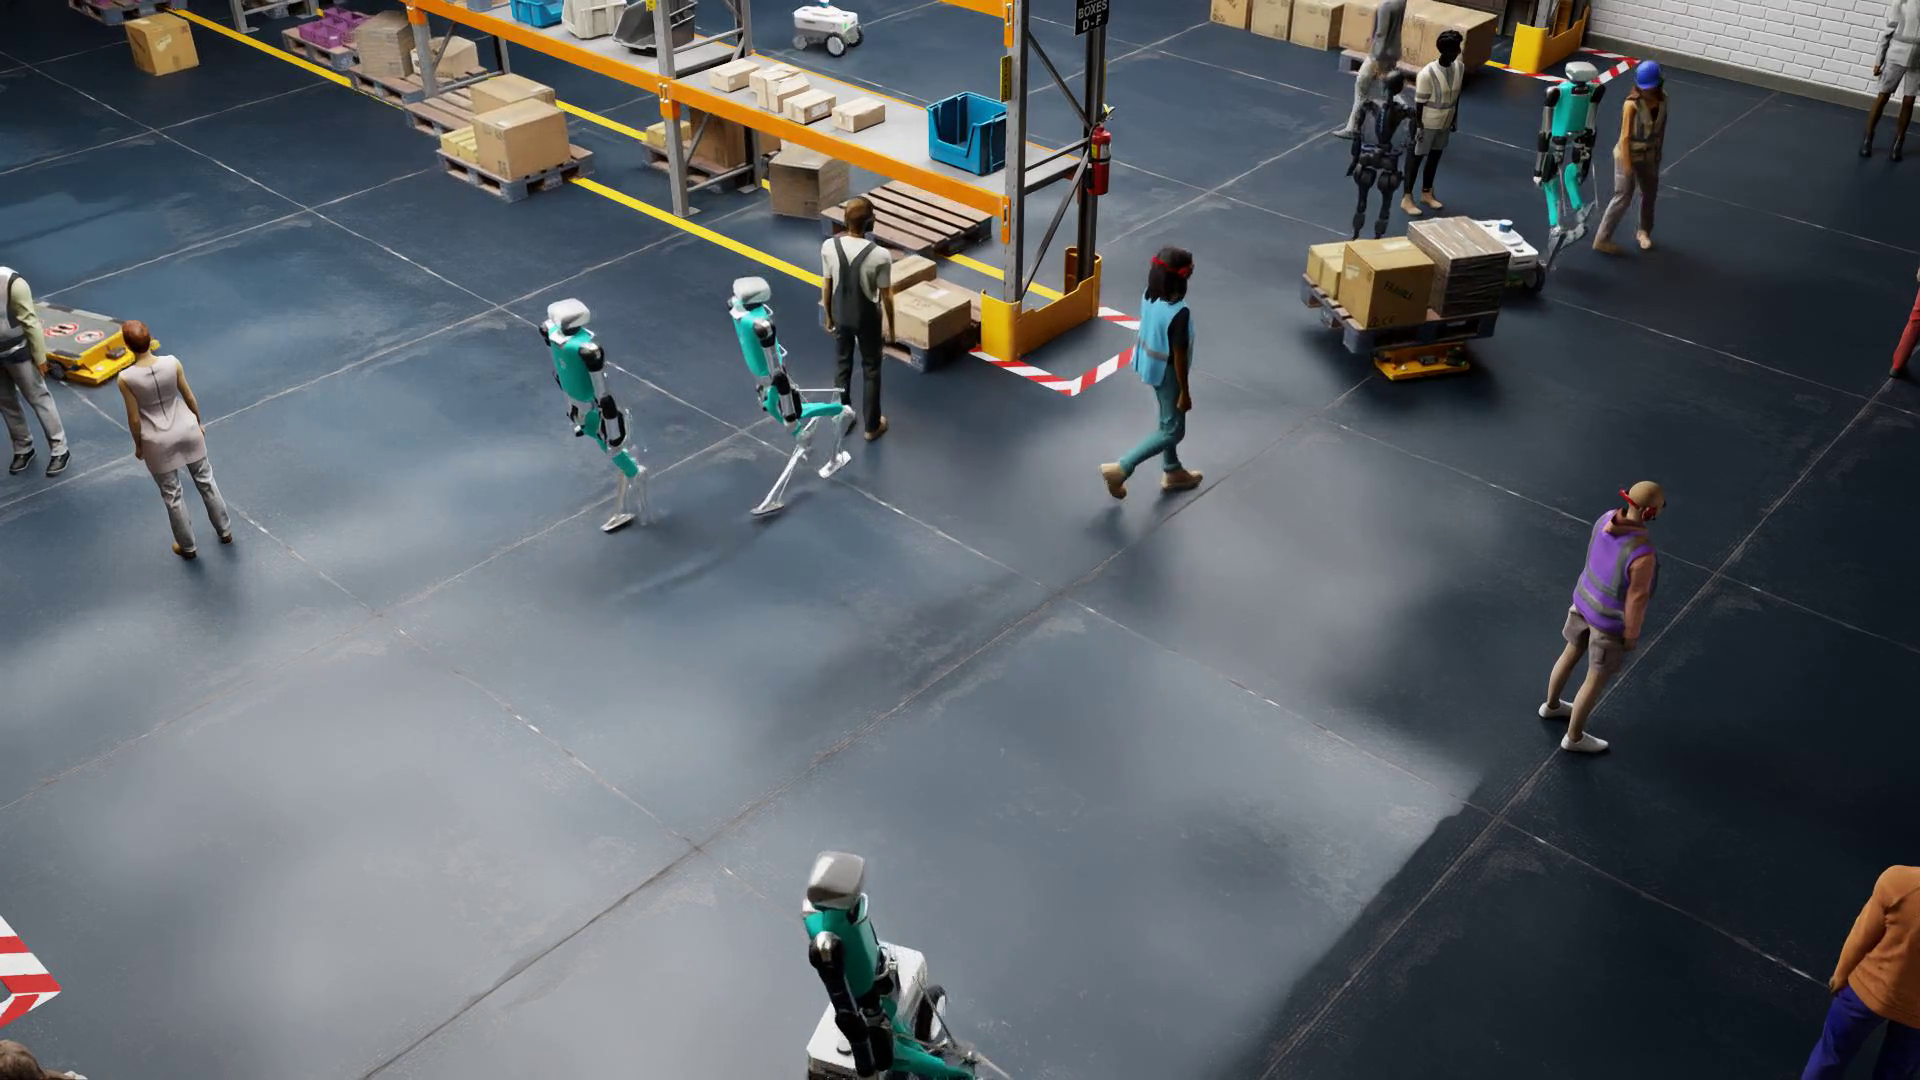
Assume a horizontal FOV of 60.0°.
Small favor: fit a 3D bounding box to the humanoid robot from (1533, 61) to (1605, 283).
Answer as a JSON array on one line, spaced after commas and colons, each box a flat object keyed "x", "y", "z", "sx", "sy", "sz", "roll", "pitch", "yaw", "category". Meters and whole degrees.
[{"x": 5.155, "y": -2.991, "z": 13.936, "sx": 0.539, "sy": 1.867, "sz": 0.801, "roll": -9, "pitch": 36, "yaw": -13, "category": "humanoid robot"}]

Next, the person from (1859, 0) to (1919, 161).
[{"x": 9.145, "y": -4.632, "z": 16.071, "sx": 0.546, "sy": 1.923, "sz": 0.386, "roll": 15, "pitch": 37, "yaw": 20, "category": "person"}]

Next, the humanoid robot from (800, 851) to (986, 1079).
[{"x": -0.169, "y": 1.953, "z": 6.709, "sx": 0.880, "sy": 1.774, "sz": 0.547, "roll": 2, "pitch": 35, "yaw": 3, "category": "humanoid robot"}]

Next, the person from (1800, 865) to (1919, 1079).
[{"x": 3.797, "y": 1.815, "z": 6.690, "sx": 0.515, "sy": 1.972, "sz": 0.405, "roll": 17, "pitch": 38, "yaw": 23, "category": "person"}]

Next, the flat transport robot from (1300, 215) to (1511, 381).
[{"x": 3.437, "y": -1.710, "z": 13.287, "sx": 0.659, "sy": 0.231, "sz": 1.431, "roll": -8, "pitch": 36, "yaw": -12, "category": "flat transport robot"}]

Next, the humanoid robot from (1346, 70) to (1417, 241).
[{"x": 3.595, "y": -3.202, "z": 14.201, "sx": 0.584, "sy": 1.649, "sz": 0.344, "roll": 18, "pitch": 39, "yaw": 25, "category": "humanoid robot"}]

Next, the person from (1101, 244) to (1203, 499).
[{"x": 1.323, "y": -1.076, "z": 10.975, "sx": 0.750, "sy": 1.847, "sz": 0.535, "roll": -10, "pitch": 36, "yaw": -14, "category": "person"}]

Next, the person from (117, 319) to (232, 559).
[{"x": -4.995, "y": -0.645, "z": 10.518, "sx": 0.441, "sy": 1.661, "sz": 0.285, "roll": -29, "pitch": 44, "yaw": -35, "category": "person"}]

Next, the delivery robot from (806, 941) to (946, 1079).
[{"x": -0.399, "y": 2.156, "z": 7.438, "sx": 0.499, "sy": 0.599, "sz": 0.784, "roll": 11, "pitch": 36, "yaw": 16, "category": "delivery robot"}]

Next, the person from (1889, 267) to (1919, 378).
[{"x": 7.387, "y": -1.968, "z": 12.352, "sx": 0.516, "sy": 1.756, "sz": 0.334, "roll": 27, "pitch": 43, "yaw": 33, "category": "person"}]

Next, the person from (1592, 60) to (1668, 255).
[{"x": 5.862, "y": -3.297, "z": 14.299, "sx": 0.595, "sy": 1.730, "sz": 0.334, "roll": -15, "pitch": 37, "yaw": -20, "category": "person"}]

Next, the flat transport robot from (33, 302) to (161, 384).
[{"x": -7.098, "y": -1.566, "z": 13.079, "sx": 1.431, "sy": 0.231, "sz": 0.659, "roll": 13, "pitch": 37, "yaw": 18, "category": "flat transport robot"}]

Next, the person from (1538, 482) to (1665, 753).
[{"x": 3.487, "y": 0.404, "z": 8.979, "sx": 0.355, "sy": 1.685, "sz": 0.484, "roll": -6, "pitch": 35, "yaw": -9, "category": "person"}]

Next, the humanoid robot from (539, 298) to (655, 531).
[{"x": -2.213, "y": -0.738, "z": 10.694, "sx": 0.544, "sy": 1.902, "sz": 0.724, "roll": 28, "pitch": 43, "yaw": 34, "category": "humanoid robot"}]

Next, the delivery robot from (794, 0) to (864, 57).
[{"x": -1.524, "y": -5.893, "z": 19.094, "sx": 0.789, "sy": 0.593, "sz": 0.499, "roll": 14, "pitch": 37, "yaw": 20, "category": "delivery robot"}]

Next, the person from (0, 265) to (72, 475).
[{"x": -6.498, "y": -1.276, "z": 11.294, "sx": 0.590, "sy": 1.824, "sz": 0.403, "roll": 2, "pitch": 35, "yaw": 3, "category": "person"}]

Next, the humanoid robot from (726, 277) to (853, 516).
[{"x": -1.020, "y": -1.002, "z": 11.007, "sx": 1.027, "sy": 1.727, "sz": 0.546, "roll": -19, "pitch": 39, "yaw": -25, "category": "humanoid robot"}]

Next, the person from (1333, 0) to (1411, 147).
[{"x": 4.213, "y": -4.767, "z": 16.316, "sx": 0.851, "sy": 1.867, "sz": 0.544, "roll": 25, "pitch": 42, "yaw": 31, "category": "person"}]

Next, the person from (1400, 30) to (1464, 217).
[{"x": 4.279, "y": -3.769, "z": 15.017, "sx": 0.534, "sy": 1.692, "sz": 0.319, "roll": -19, "pitch": 39, "yaw": -26, "category": "person"}]

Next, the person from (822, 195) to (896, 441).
[{"x": -0.700, "y": -1.536, "z": 11.662, "sx": 0.532, "sy": 1.832, "sz": 0.368, "roll": 9, "pitch": 36, "yaw": 13, "category": "person"}]

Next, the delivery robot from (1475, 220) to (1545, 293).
[{"x": 4.561, "y": -2.418, "z": 14.040, "sx": 0.499, "sy": 0.570, "sz": 0.750, "roll": -8, "pitch": 35, "yaw": -12, "category": "delivery robot"}]

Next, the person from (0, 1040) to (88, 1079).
[{"x": -3.248, "y": 2.412, "z": 6.089, "sx": 0.343, "sy": 1.659, "sz": 0.486, "roll": 23, "pitch": 41, "yaw": 30, "category": "person"}]
